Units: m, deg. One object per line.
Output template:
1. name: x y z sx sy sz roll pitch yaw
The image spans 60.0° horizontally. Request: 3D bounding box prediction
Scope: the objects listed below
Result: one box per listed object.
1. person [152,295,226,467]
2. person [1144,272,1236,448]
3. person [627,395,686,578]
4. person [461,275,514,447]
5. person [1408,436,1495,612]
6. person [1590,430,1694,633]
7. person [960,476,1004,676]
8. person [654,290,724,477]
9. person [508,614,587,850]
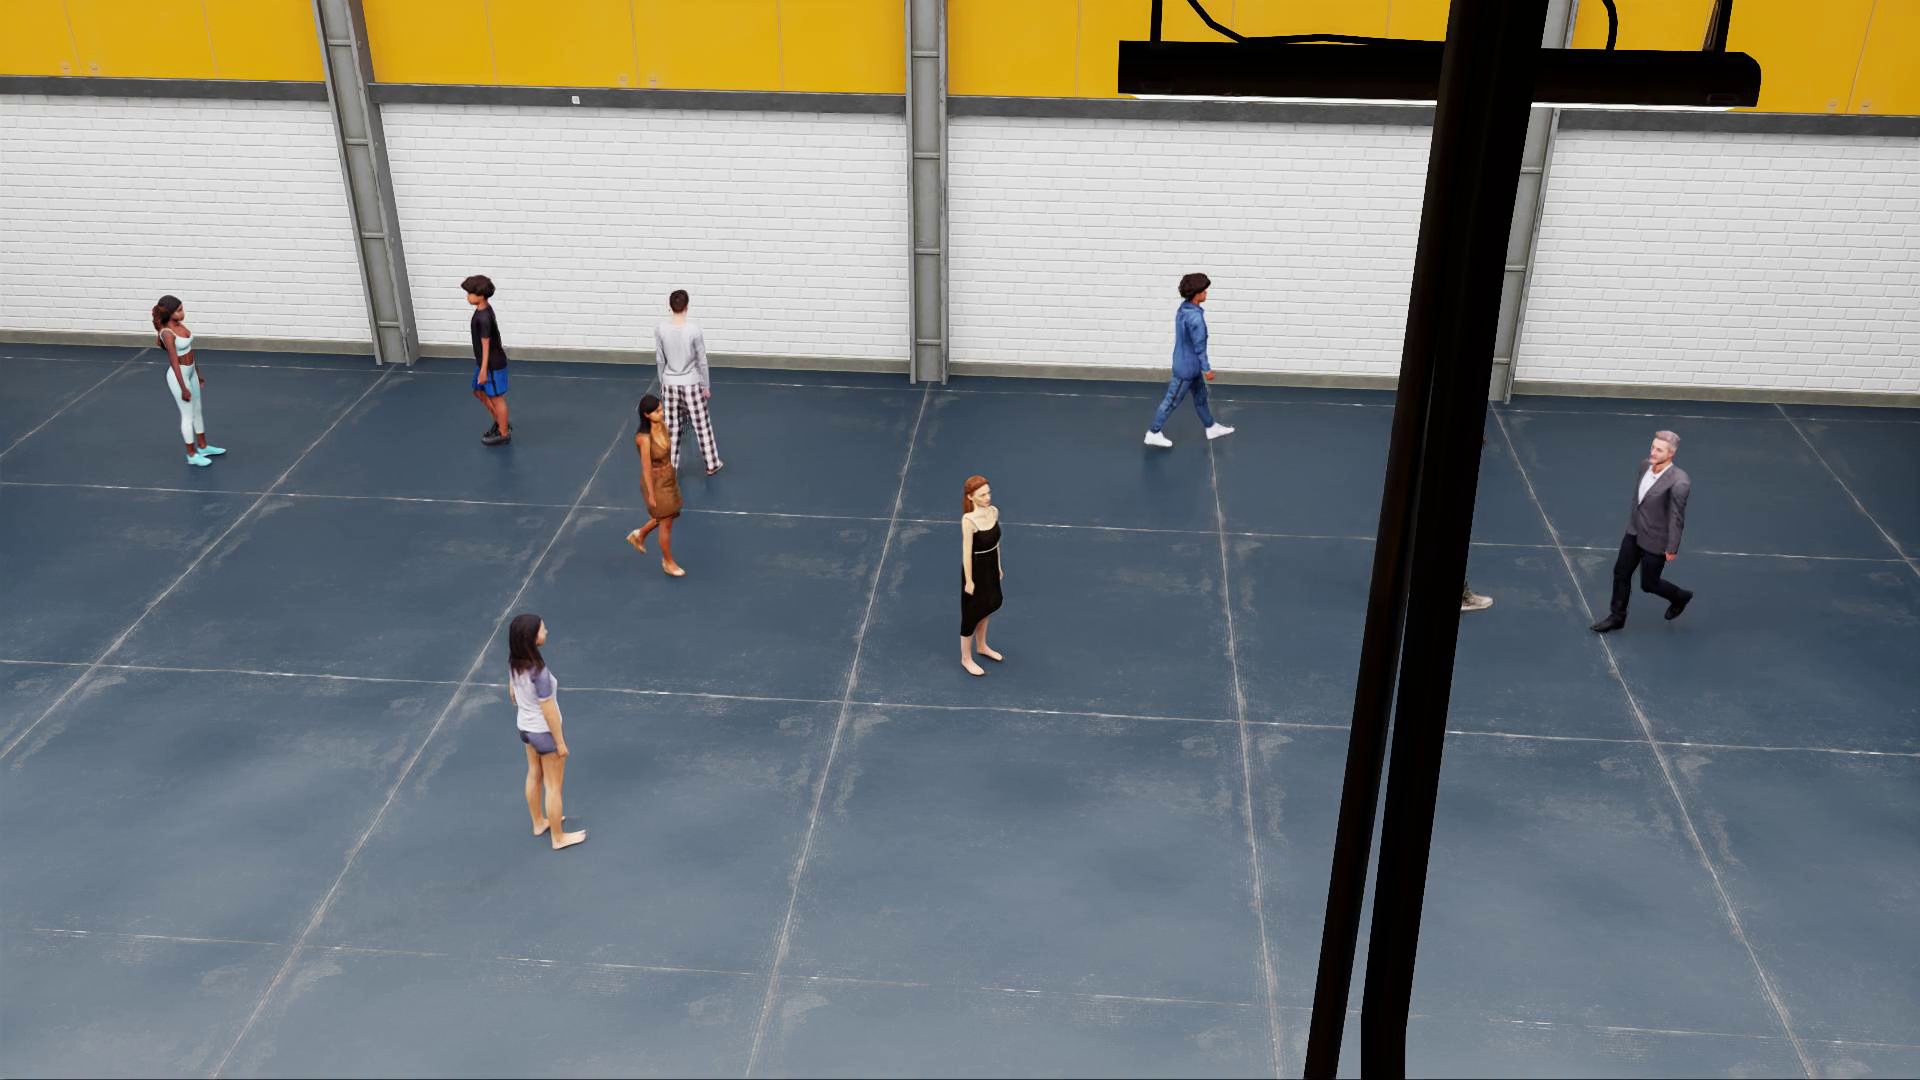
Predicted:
1. person: -7.472 -1.546 16.011 0.580 1.724 0.591 -1 29 -3
2. person: 2.150 -1.710 16.266 1.169 1.767 0.741 0 29 0
3. person: -2.610 -0.461 14.074 0.837 1.673 0.672 9 30 16
4. person: -4.549 -1.773 16.360 0.734 1.788 0.735 -9 30 -17
5. person: 3.854 -0.172 13.627 1.216 1.595 0.841 12 31 21
6. person: 5.530 -0.044 13.167 1.126 1.811 0.934 -7 29 -13
7. person: 0.147 0.243 12.833 0.715 1.625 0.672 21 35 33
8. person: -2.613 -1.460 15.735 0.554 1.837 0.752 1 29 2
9. person: -2.750 1.238 10.898 0.709 1.733 0.631 -25 37 -38
